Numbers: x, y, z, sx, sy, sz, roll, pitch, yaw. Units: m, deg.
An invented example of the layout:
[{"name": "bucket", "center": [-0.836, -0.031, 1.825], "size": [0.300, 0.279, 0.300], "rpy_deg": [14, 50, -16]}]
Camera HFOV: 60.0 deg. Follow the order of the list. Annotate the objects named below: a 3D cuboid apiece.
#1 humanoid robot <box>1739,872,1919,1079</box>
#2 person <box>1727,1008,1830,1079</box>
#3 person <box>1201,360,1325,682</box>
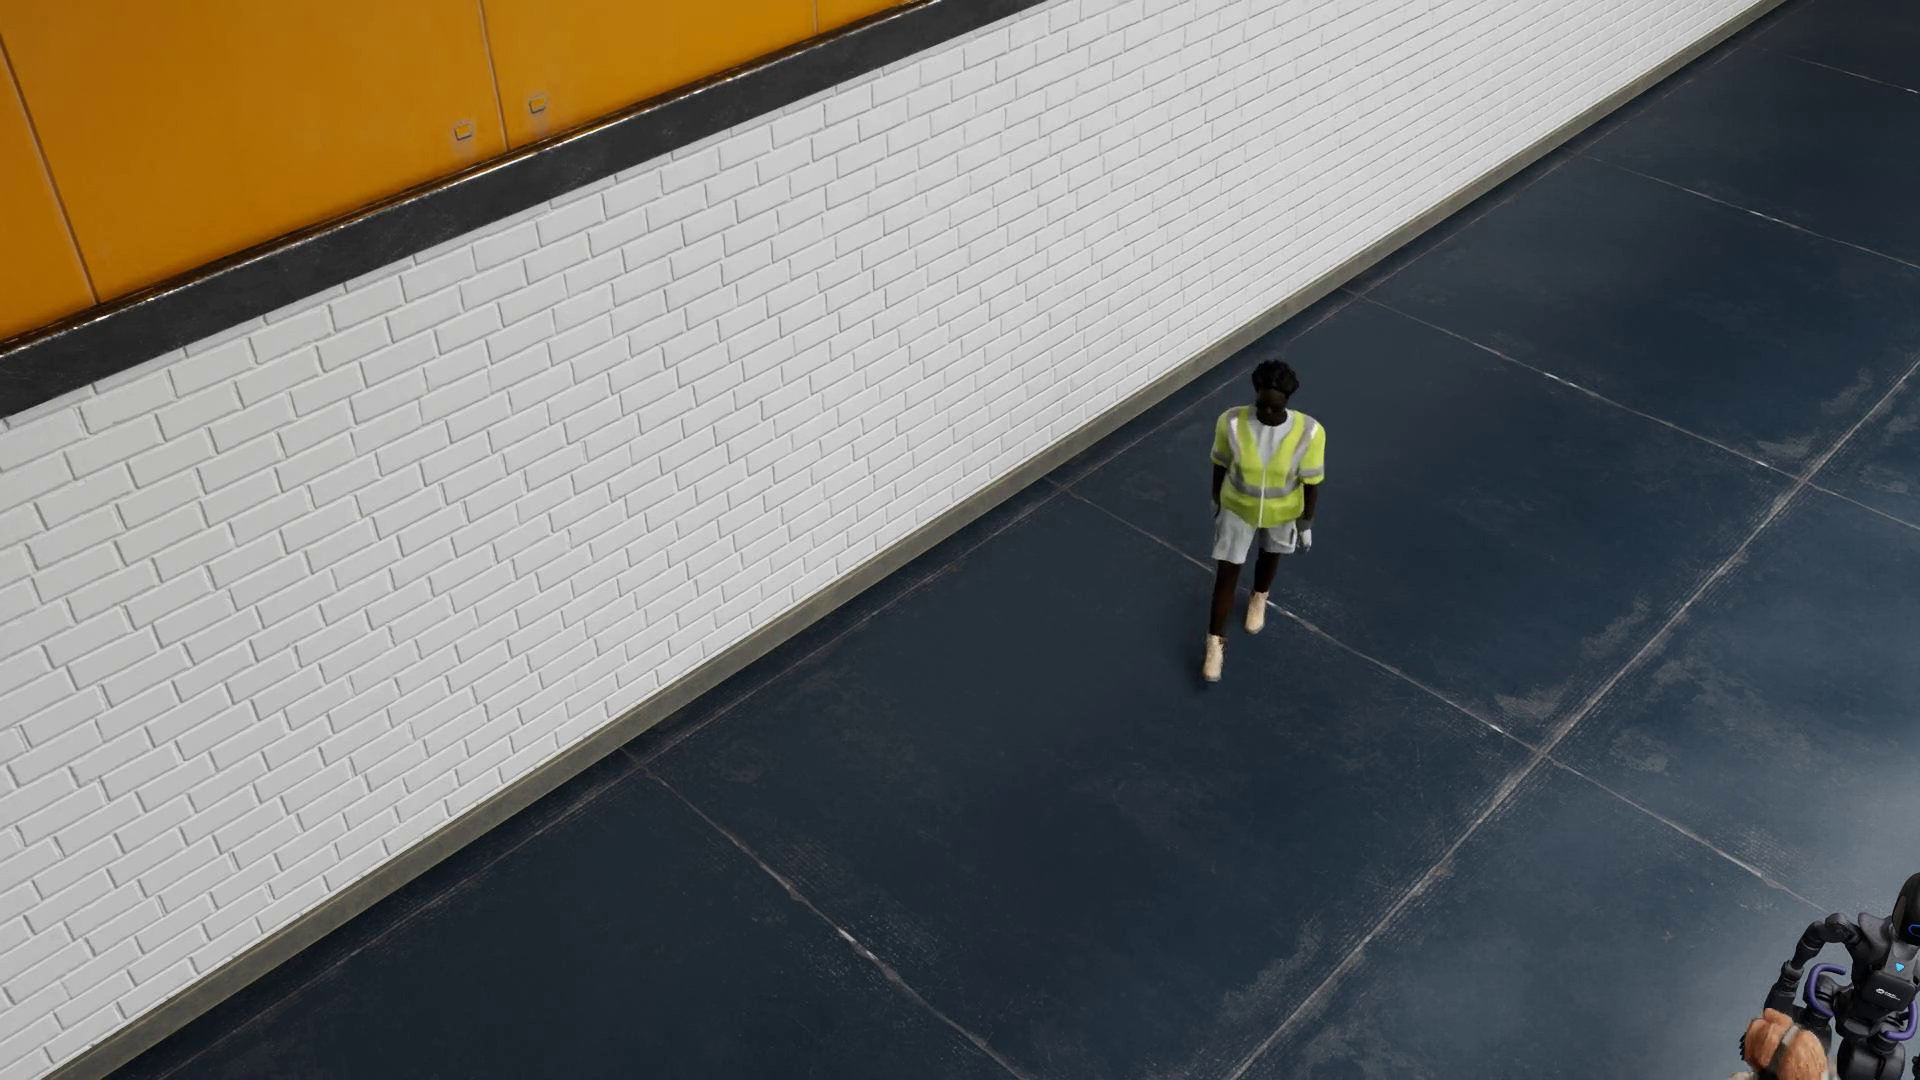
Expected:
[{"name": "humanoid robot", "center": [3.020, 1.701, 5.654], "size": [0.599, 1.657, 0.315], "rpy_deg": [17, 42, 20]}, {"name": "person", "center": [2.394, 2.037, 5.307], "size": [0.523, 1.593, 0.774], "rpy_deg": [-27, 46, -30]}, {"name": "person", "center": [1.423, -0.082, 7.906], "size": [0.537, 1.664, 0.811], "rpy_deg": [7, 39, 9]}]
